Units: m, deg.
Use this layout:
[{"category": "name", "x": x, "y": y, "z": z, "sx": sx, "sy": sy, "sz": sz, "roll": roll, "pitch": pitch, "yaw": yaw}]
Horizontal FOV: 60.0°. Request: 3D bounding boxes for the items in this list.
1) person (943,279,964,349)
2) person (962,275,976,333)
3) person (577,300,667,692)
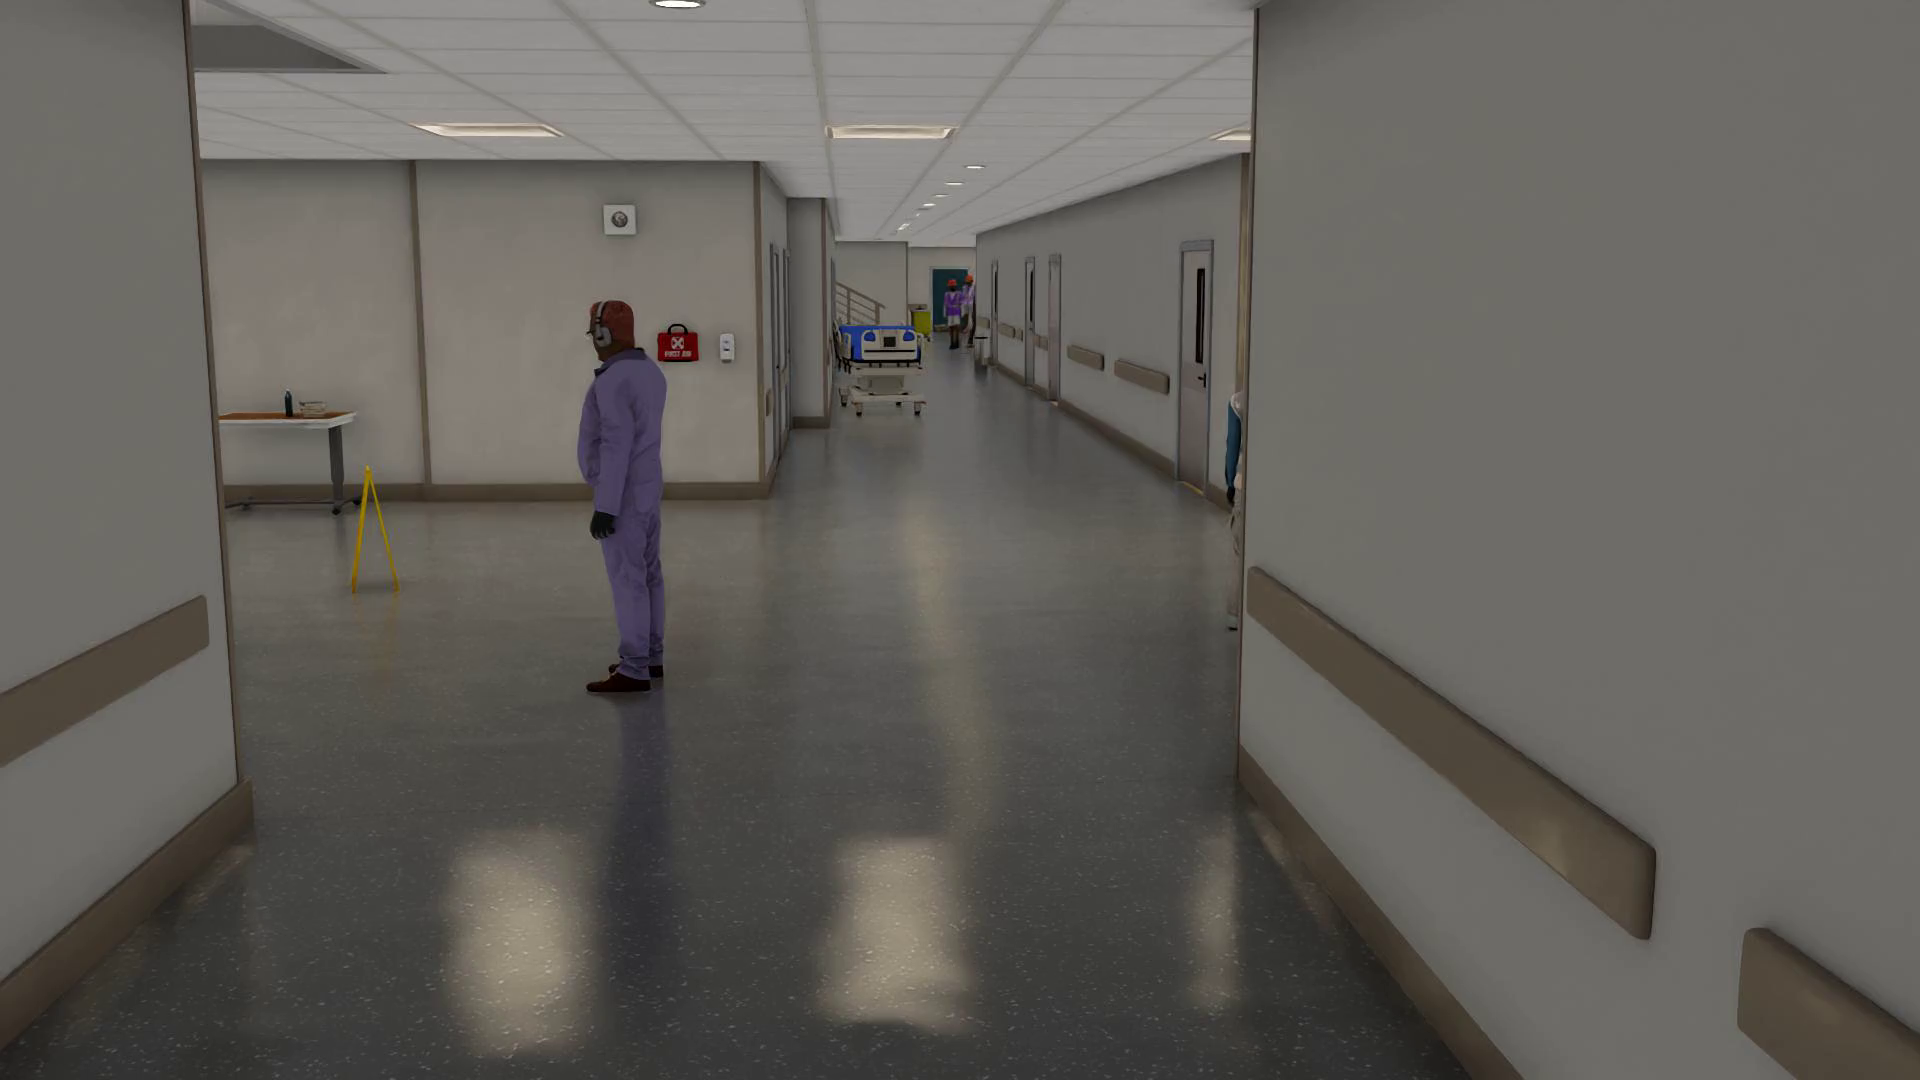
[{"category": "person", "x": -0.193, "y": -6.129, "z": 45.213, "sx": 0.581, "sy": 1.917, "sz": 0.474, "roll": 3, "pitch": 10, "yaw": 19}, {"category": "person", "x": 0.325, "y": -8.233, "z": 58.054, "sx": 0.607, "sy": 2.041, "sz": 0.377, "roll": 4, "pitch": 10, "yaw": 26}, {"category": "person", "x": -1.658, "y": -0.211, "z": 8.122, "sx": 0.404, "sy": 1.903, "sz": 0.636, "roll": 1, "pitch": 9, "yaw": 7}]
